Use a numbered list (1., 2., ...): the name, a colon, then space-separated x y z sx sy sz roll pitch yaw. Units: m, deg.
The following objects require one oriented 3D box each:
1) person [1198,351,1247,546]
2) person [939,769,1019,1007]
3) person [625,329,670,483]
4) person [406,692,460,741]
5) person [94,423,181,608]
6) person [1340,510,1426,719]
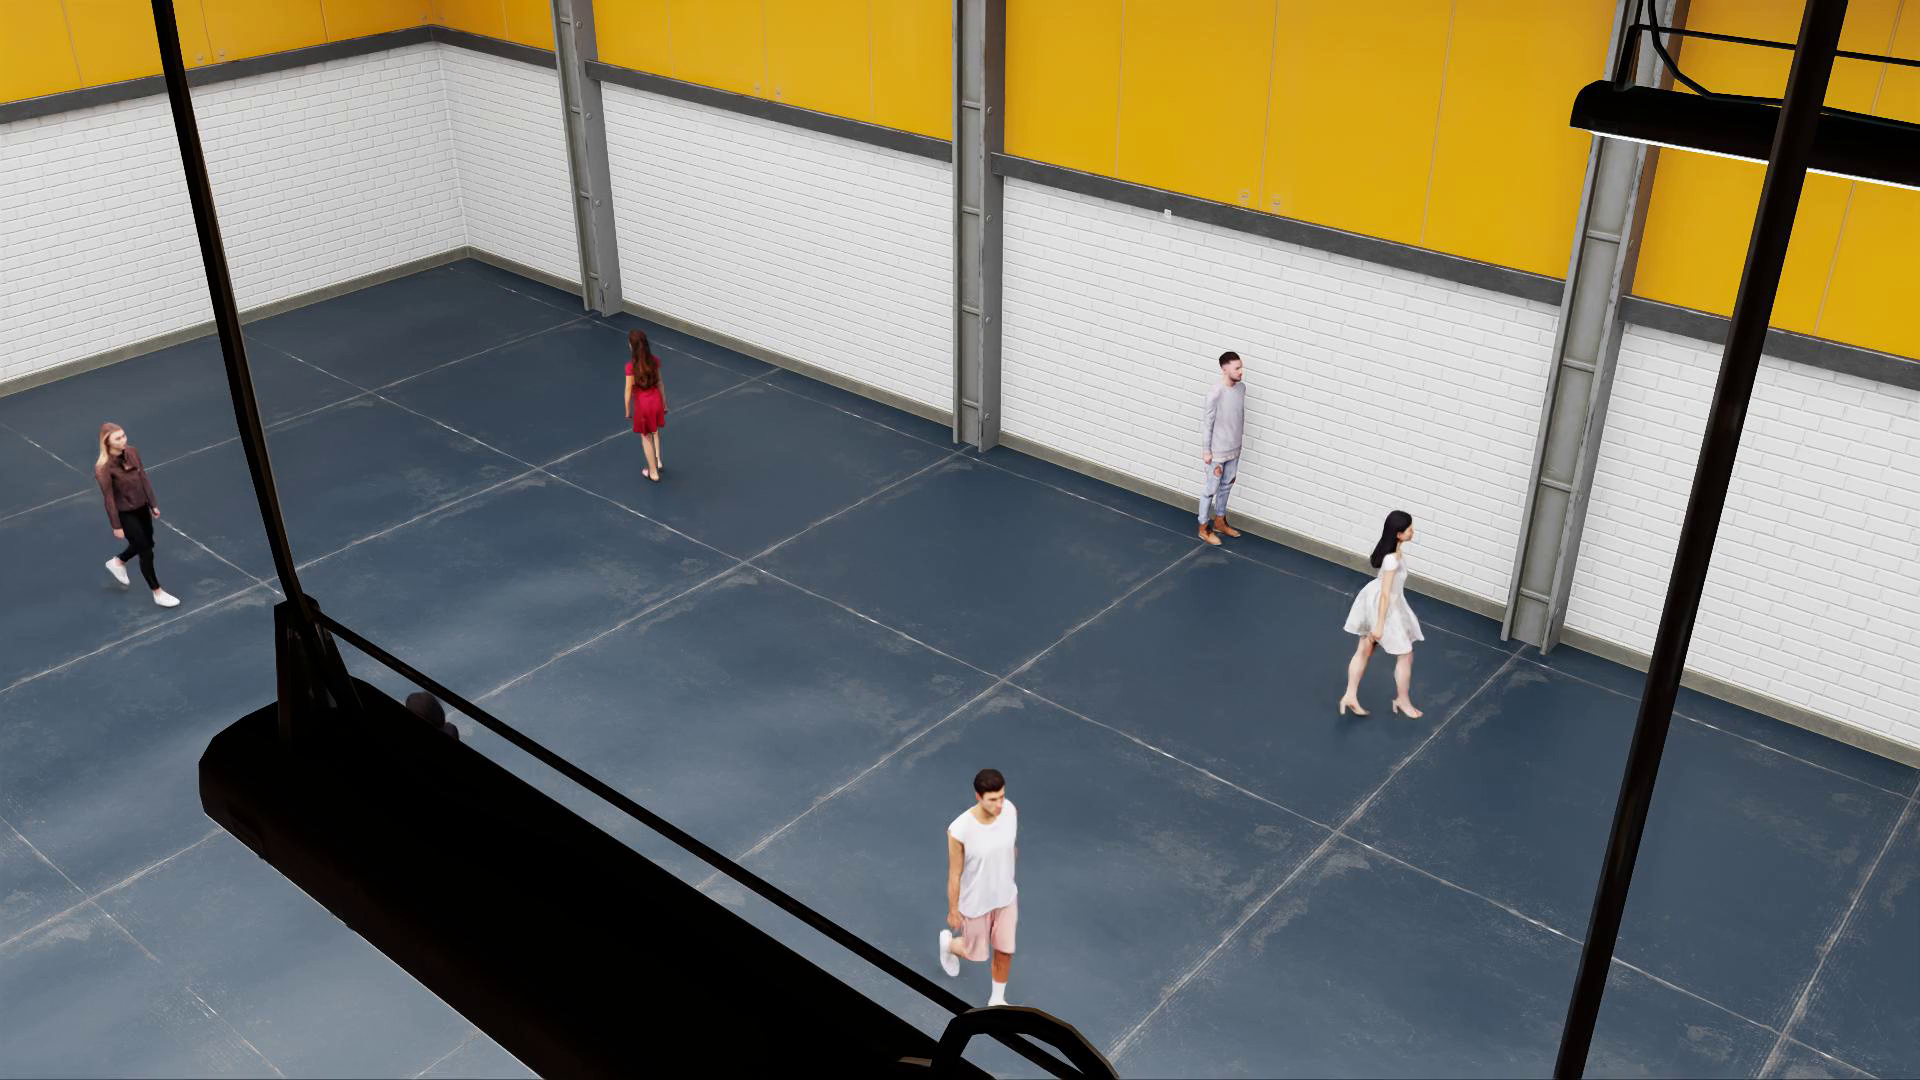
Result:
1. person: 2.370 -0.861 15.080 0.710 1.839 0.628 -22 36 -35
2. person: 0.115 2.048 9.823 0.834 1.767 1.074 -17 33 -28
3. person: -3.012 -1.290 16.178 0.613 1.540 0.667 -22 35 -34
4. person: -3.272 1.682 10.562 0.613 1.701 0.627 13 31 22
5. person: -7.075 -0.230 14.083 1.074 1.685 0.866 8 30 14
6. person: 3.096 0.577 12.532 1.011 1.754 0.901 3 29 5
